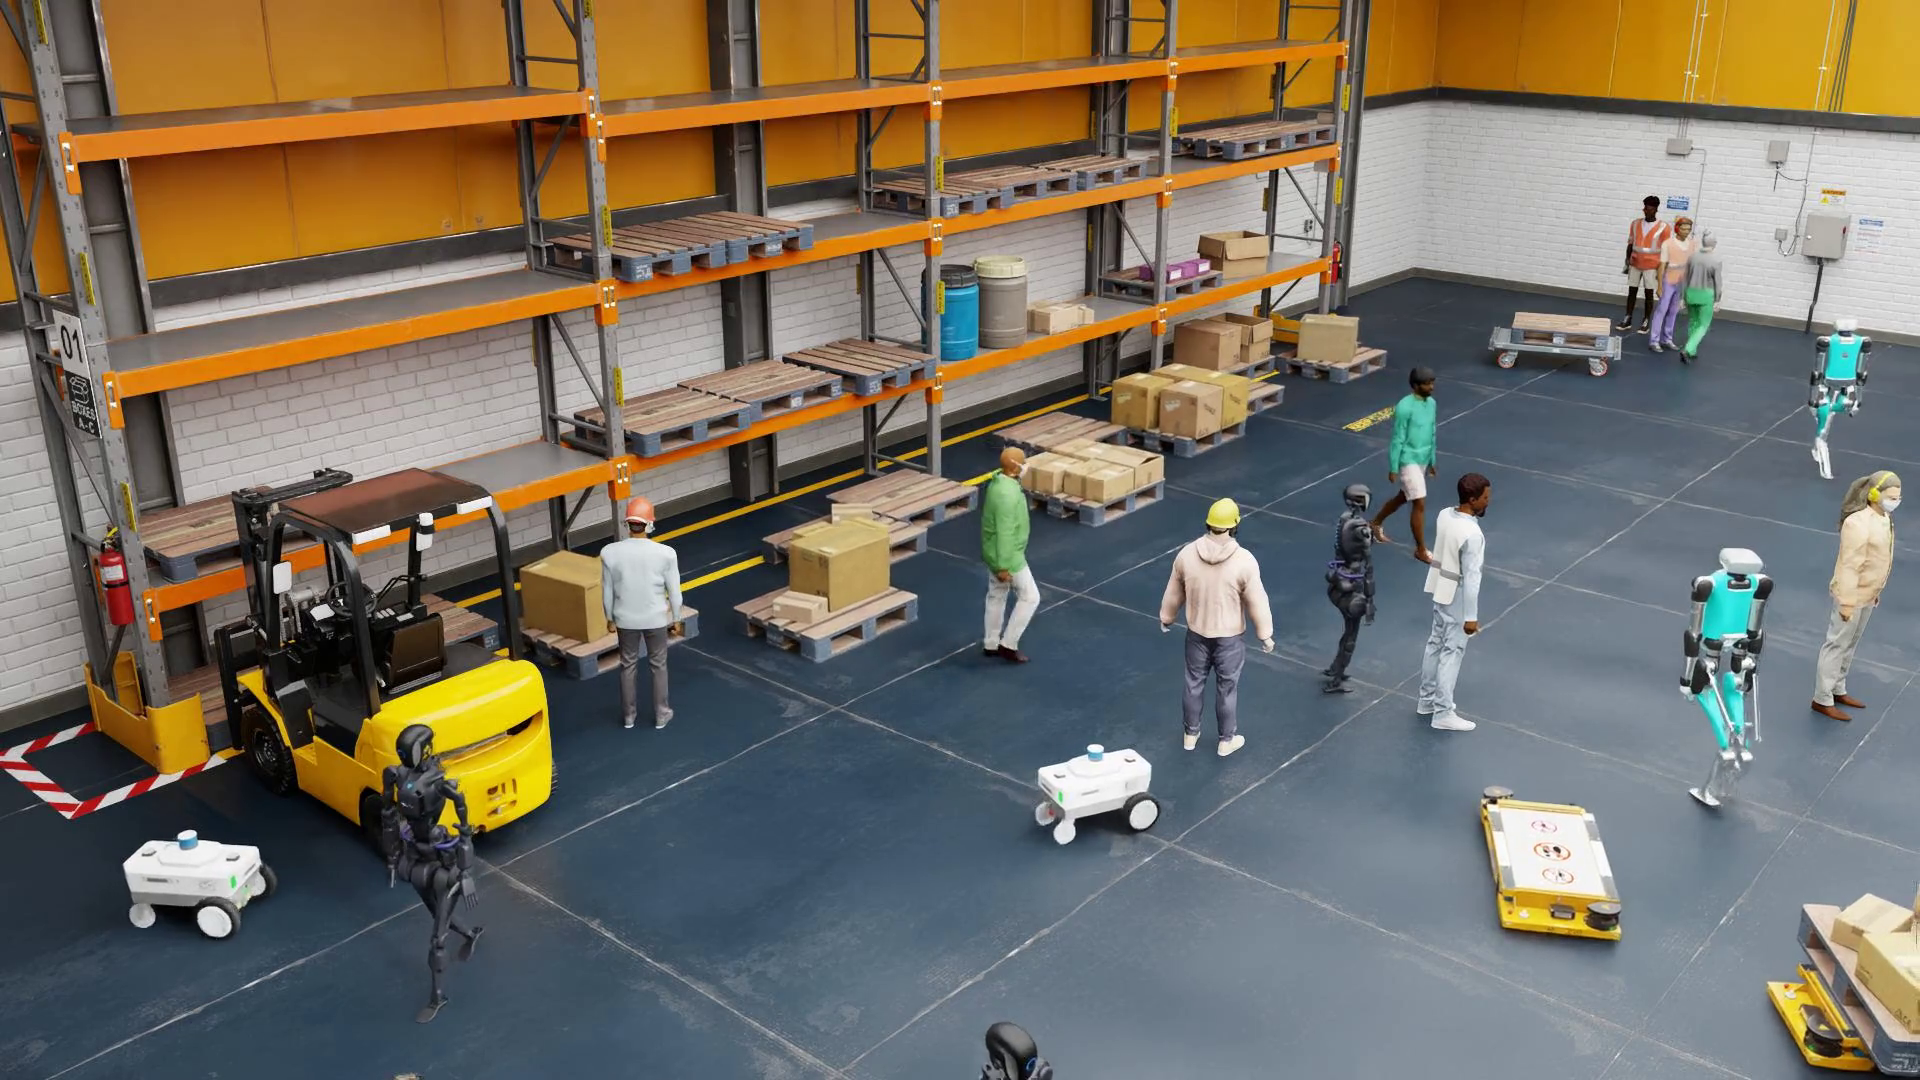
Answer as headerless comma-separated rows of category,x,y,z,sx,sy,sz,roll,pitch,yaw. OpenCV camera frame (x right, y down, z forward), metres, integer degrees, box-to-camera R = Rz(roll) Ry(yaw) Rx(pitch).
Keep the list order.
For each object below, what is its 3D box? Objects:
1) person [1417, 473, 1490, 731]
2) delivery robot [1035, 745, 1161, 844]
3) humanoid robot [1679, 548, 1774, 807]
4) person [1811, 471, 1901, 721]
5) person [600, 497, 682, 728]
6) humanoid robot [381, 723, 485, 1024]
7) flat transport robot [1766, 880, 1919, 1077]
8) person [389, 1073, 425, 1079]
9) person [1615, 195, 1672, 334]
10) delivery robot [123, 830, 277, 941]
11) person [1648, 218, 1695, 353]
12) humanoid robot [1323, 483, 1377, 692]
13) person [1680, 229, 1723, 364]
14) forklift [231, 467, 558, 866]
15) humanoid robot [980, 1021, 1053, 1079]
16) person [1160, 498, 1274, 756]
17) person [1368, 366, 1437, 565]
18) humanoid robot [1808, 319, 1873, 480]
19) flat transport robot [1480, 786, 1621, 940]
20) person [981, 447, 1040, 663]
person,3.560,0.432,12.002,0.376,1.917,0.591,-2,20,-6
delivery robot,0.890,1.612,10.776,0.784,0.599,0.499,-9,22,-23
humanoid robot,5.018,0.989,10.780,0.535,1.823,0.690,-3,20,-8
person,6.563,0.384,12.196,0.554,1.876,0.404,-18,27,-39
person,-2.281,0.532,11.991,0.569,1.737,0.349,-1,20,-3
humanoid robot,-2.817,1.705,8.972,0.587,1.631,0.779,7,21,17
flat transport robot,5.080,2.533,8.688,1.431,0.231,0.659,2,20,6
person,-1.950,2.704,5.863,0.706,1.919,0.341,-13,24,-32
person,9.794,-3.946,23.794,0.366,1.964,0.605,-17,26,-39
delivery robot,-4.462,1.995,9.749,0.801,0.607,0.499,2,20,6
person,9.735,-3.493,22.743,0.568,1.840,0.373,-9,22,-24
humanoid robot,2.953,0.362,12.525,0.362,1.650,0.589,-5,21,-13
person,9.802,-3.223,22.050,0.763,1.824,0.529,-16,25,-36
forklift,-3.730,0.710,10.856,2.313,2.155,1.214,17,26,38
humanoid robot,0.252,2.597,6.516,0.713,1.637,0.590,15,25,35
person,1.772,0.614,11.578,0.817,1.865,0.404,9,22,23
person,4.142,-0.739,15.326,0.508,1.812,0.932,-16,26,-36
humanoid robot,9.215,-1.531,17.632,0.556,1.759,1.047,5,21,12
flat transport robot,3.607,1.967,10.222,0.659,0.231,1.431,4,21,11
person,0.404,0.120,13.060,0.495,1.767,0.541,-4,21,-10
